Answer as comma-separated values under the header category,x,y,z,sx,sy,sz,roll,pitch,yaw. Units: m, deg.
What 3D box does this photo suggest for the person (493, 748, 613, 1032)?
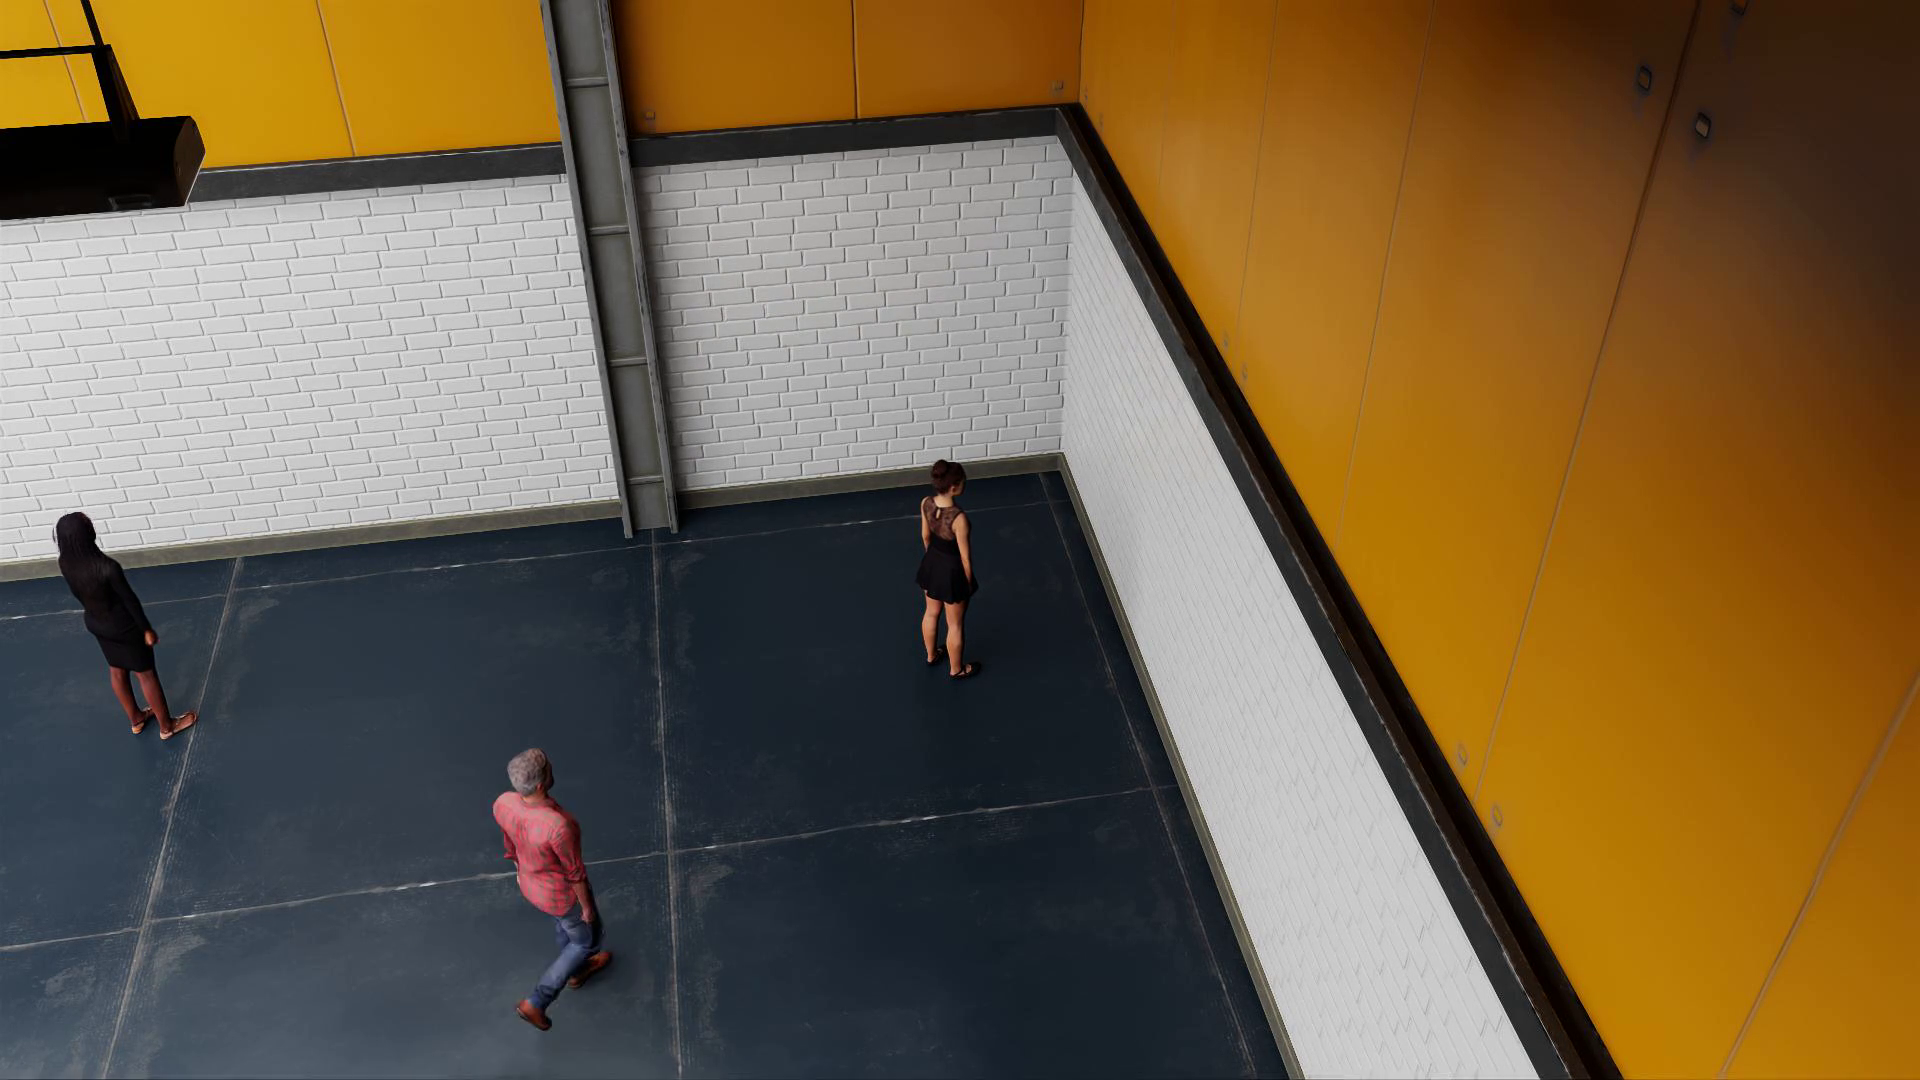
category,x,y,z,sx,sy,sz,roll,pitch,yaw
person,-2.149,1.840,8.588,1.000,1.811,1.076,27,46,29

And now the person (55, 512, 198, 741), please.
category,x,y,z,sx,sy,sz,roll,pitch,yaw
person,-5.217,0.532,10.297,0.623,1.722,0.747,13,40,16

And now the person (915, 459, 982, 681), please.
category,x,y,z,sx,sy,sz,roll,pitch,yaw
person,-0.091,0.191,10.755,0.721,1.683,0.680,-31,48,-33
